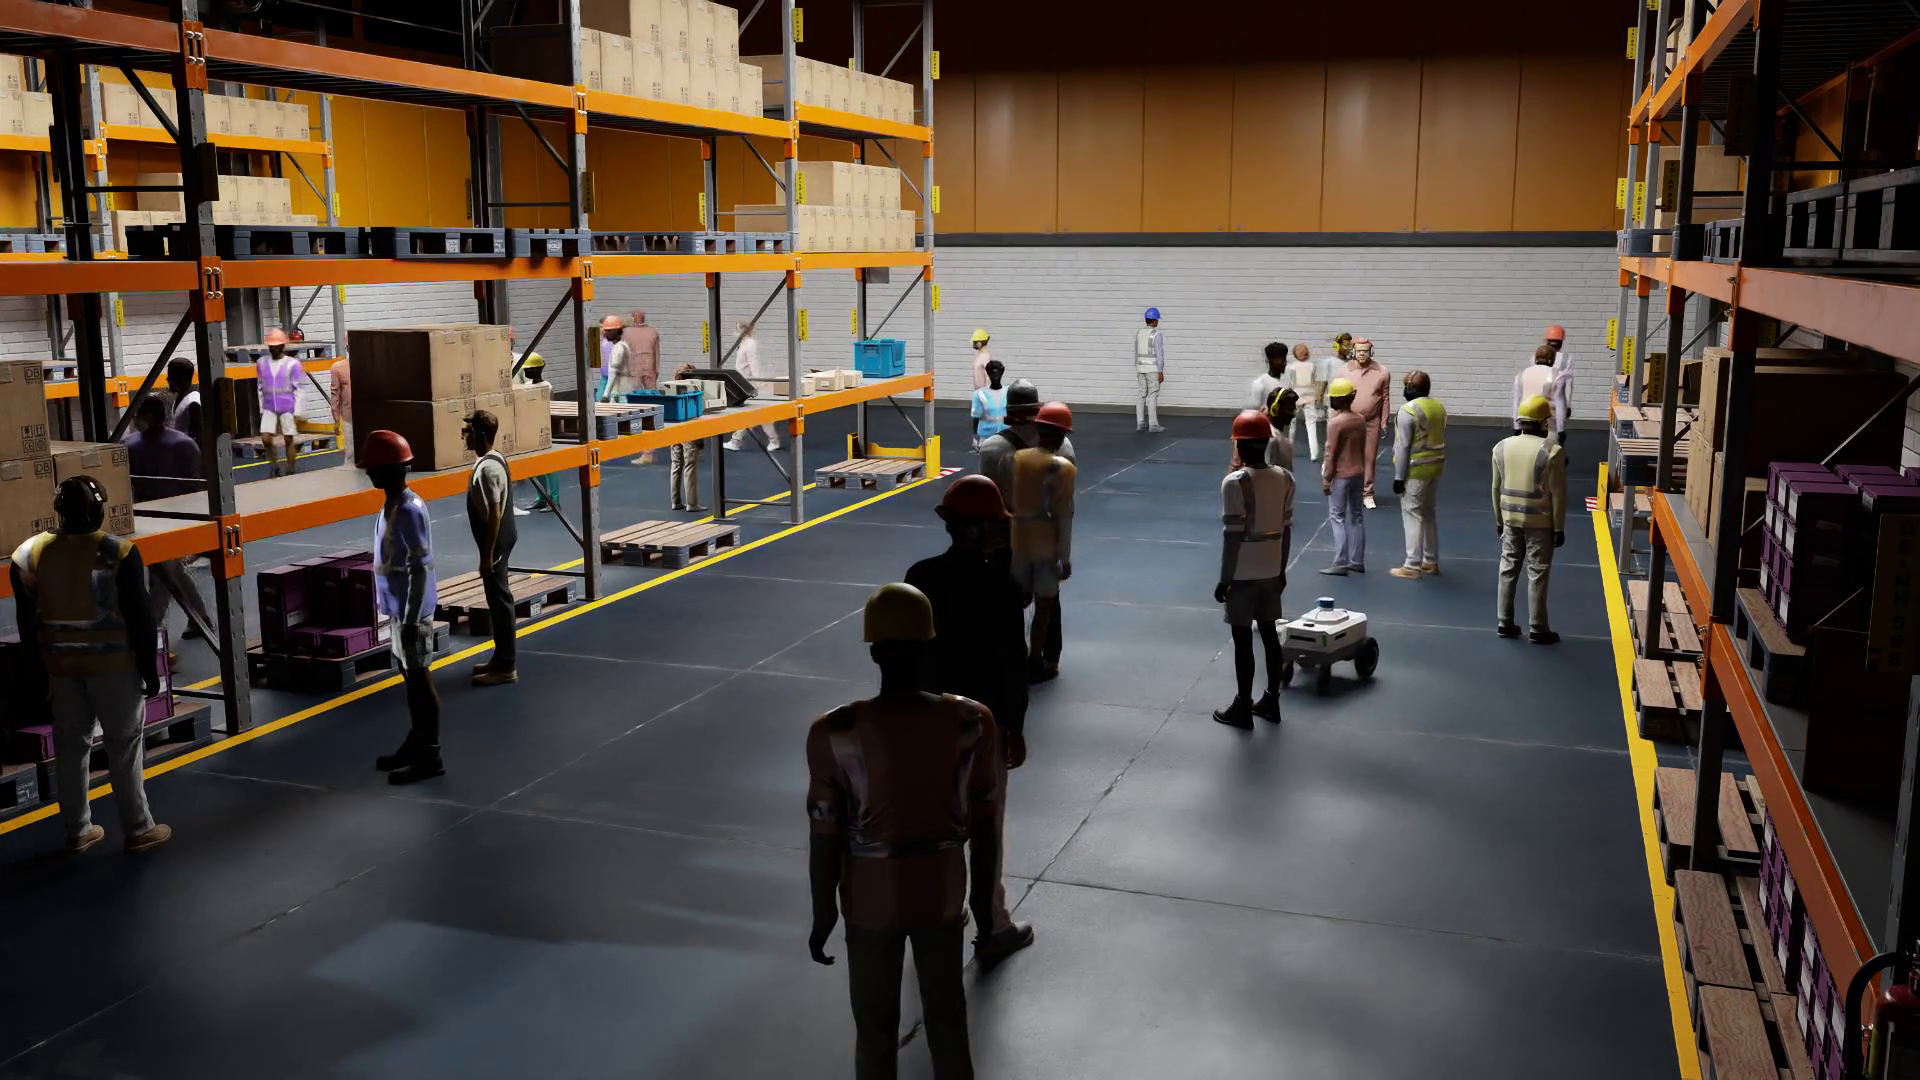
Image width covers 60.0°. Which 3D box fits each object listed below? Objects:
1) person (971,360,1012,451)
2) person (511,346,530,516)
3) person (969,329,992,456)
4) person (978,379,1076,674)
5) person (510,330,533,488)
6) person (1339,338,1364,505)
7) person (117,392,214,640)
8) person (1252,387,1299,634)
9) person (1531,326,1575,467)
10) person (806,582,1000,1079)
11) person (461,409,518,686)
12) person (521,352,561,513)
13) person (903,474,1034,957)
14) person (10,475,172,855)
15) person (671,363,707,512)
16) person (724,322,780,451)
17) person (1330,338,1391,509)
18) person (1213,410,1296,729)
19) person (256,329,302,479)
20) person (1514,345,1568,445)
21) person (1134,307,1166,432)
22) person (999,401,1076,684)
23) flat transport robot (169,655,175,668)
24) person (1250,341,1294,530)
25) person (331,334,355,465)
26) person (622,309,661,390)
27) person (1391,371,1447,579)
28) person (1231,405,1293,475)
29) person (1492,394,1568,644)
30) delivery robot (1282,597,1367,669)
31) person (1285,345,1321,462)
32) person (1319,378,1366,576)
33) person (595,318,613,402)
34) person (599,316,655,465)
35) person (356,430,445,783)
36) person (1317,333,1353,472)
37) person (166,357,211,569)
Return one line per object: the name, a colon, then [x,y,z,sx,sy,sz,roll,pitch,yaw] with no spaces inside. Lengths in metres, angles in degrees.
person: [0.395,-1.095,17.964,0.555,1.682,0.525,-1,10,-5]
person: [-4.917,-1.187,17.987,0.328,1.872,0.514,-7,12,-35]
person: [0.293,-2.053,23.162,0.331,1.765,0.533,-3,11,-18]
person: [0.414,-0.082,11.281,0.686,2.000,0.535,-3,11,-18]
person: [-5.513,-1.625,20.276,0.631,1.922,1.075,-3,11,-17]
person: [4.482,-1.337,18.792,0.346,1.882,0.579,-6,12,-30]
person: [-5.789,-0.133,12.028,0.650,1.886,1.042,2,10,13]
person: [2.381,-0.230,12.620,0.336,1.865,0.521,2,10,11]
person: [7.586,-1.785,21.305,0.567,1.881,1.003,6,12,32]
person: [-0.178,1.081,5.055,0.592,1.923,0.381,-3,10,-16]
person: [-3.135,0.049,11.098,0.351,1.845,0.506,-2,10,-10]
person: [-4.631,-1.178,18.257,0.526,1.760,0.341,10,14,43]
person: [0.033,0.720,6.902,0.613,1.991,0.391,8,13,38]
person: [-4.142,0.605,7.974,0.633,1.842,0.429,0,10,1]
person: [-3.022,-1.123,18.299,0.516,1.633,0.313,8,13,39]
person: [-2.975,-2.169,23.621,0.849,1.842,0.675,0,10,-3]
person: [4.439,-1.289,18.458,0.652,1.906,0.403,1,10,8]
person: [1.765,0.175,10.132,0.551,1.933,0.373,-7,12,-34]
person: [-8.183,-1.566,19.954,0.558,1.919,0.634,0,10,-1]
person: [6.479,-1.259,18.542,0.452,1.823,0.643,-7,12,-35]
person: [2.985,-2.668,26.106,0.388,1.947,0.614,-7,12,-35]
person: [0.475,0.046,10.947,0.598,1.902,0.652,9,13,41]
flat transport robot: [-5.930,0.878,10.859,0.652,0.197,1.431,3,11,18]
person: [3.180,-1.090,17.228,0.611,1.946,0.730,-9,13,-41]
person: [-6.732,-1.377,18.699,0.624,1.993,0.385,-4,11,-24]
person: [-5.116,-2.747,26.670,0.648,1.906,0.403,-6,12,-32]
person: [4.047,-0.579,14.730,0.634,1.826,0.433,-9,14,-42]
person: [2.493,-0.318,13.787,0.543,1.613,0.547,-2,10,-11]
person: [4.208,-0.154,12.260,0.404,1.837,0.590,-8,13,-39]
delivery robot: [2.451,0.630,11.175,0.477,0.478,0.707,7,12,36]
person: [4.660,-1.868,22.670,0.535,1.569,0.971,0,10,-1]
person: [3.400,-0.561,14.790,0.537,1.760,0.353,-9,13,-41]
person: [-5.300,-2.450,25.194,0.450,1.830,0.603,-8,13,-37]
person: [-4.548,-1.960,22.012,1.034,1.989,0.630,-2,10,-10]
person: [-3.051,0.361,9.089,0.375,1.934,0.547,-5,11,-27]
person: [4.671,-1.610,20.401,0.561,1.855,0.400,-5,11,-24]
person: [-6.951,-0.699,15.100,0.399,1.920,0.590,-7,12,-36]
